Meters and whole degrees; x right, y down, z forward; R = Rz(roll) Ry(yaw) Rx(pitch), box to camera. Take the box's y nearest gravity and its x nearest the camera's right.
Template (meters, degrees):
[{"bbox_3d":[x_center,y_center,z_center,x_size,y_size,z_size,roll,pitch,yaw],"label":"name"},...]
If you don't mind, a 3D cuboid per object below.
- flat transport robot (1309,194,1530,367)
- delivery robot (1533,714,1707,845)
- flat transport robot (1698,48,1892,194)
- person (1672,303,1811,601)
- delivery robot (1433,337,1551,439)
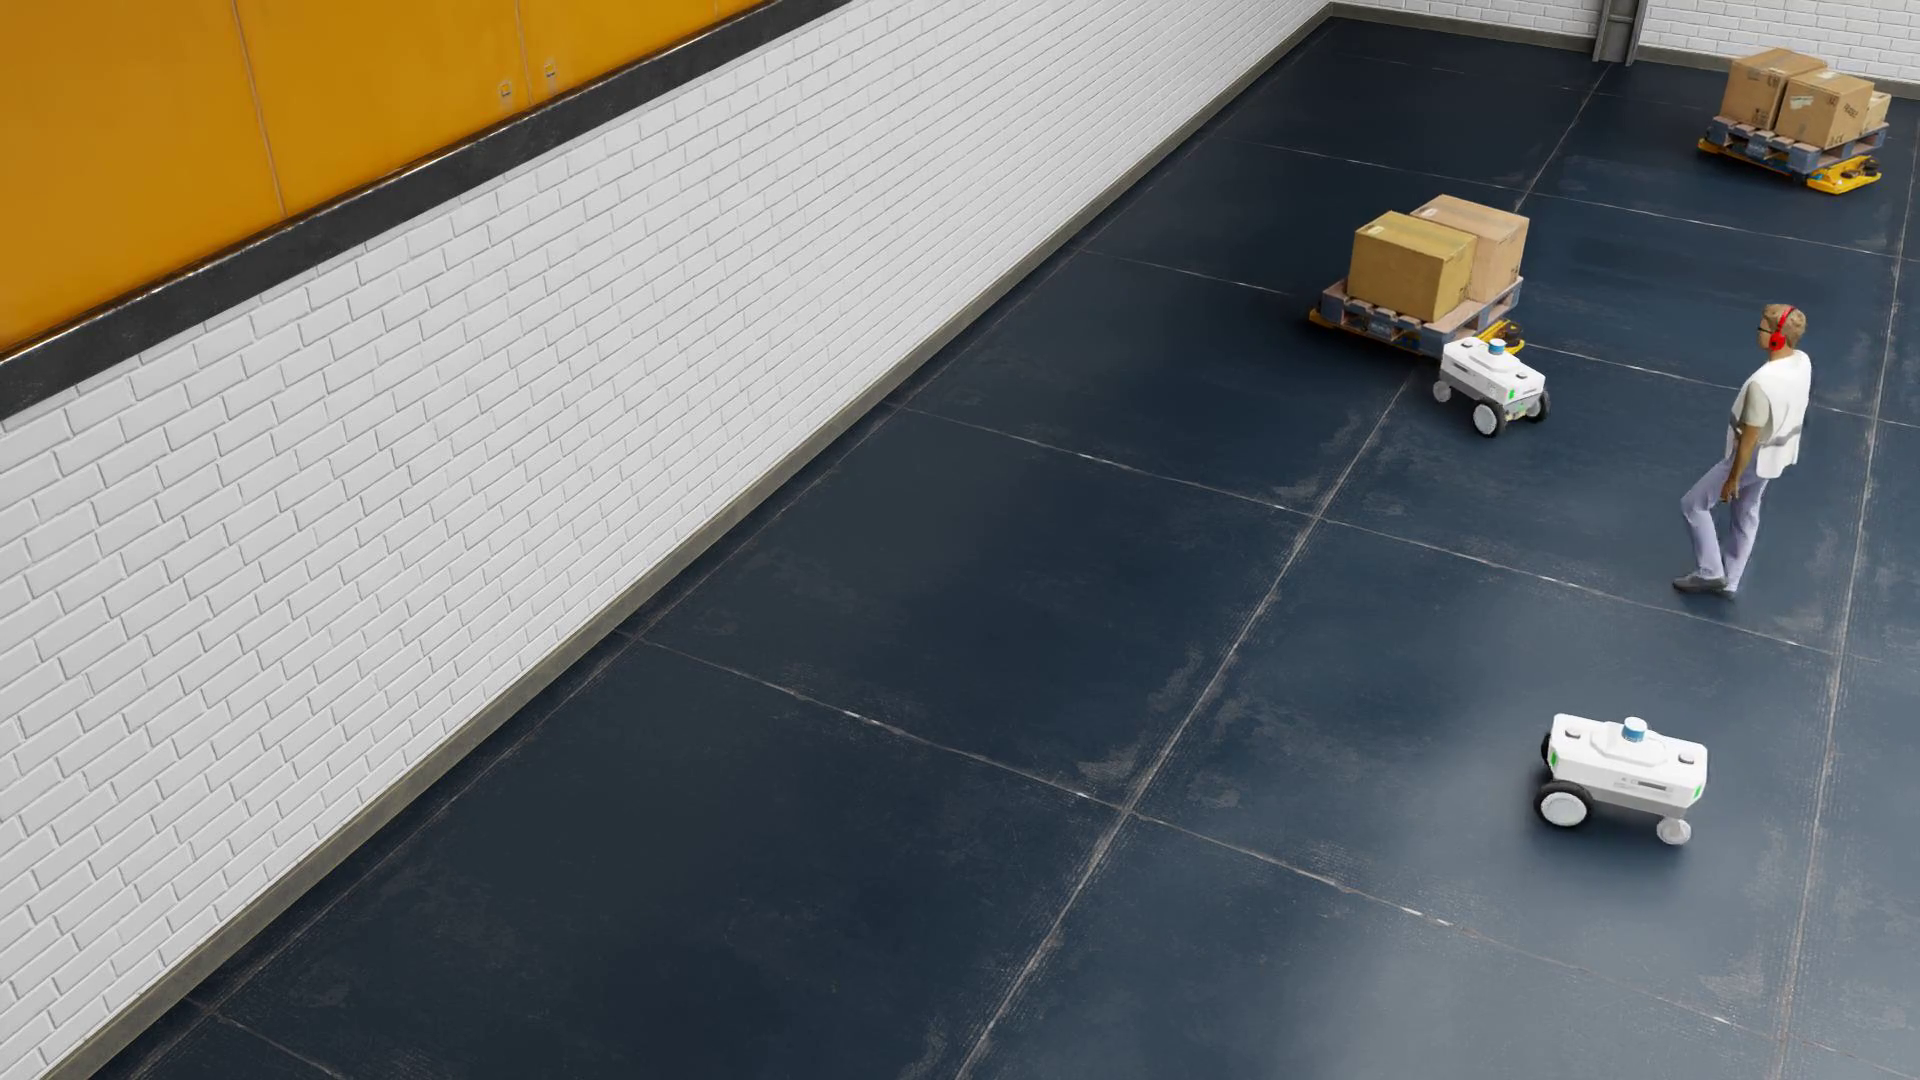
[{"bbox_3d":[3.391,-1.603,12.362,1.431,0.231,0.659,26,42,33],"label":"flat transport robot"},{"bbox_3d":[3.187,1.116,8.064,0.784,0.599,0.499,12,36,17],"label":"delivery robot"},{"bbox_3d":[7.587,-3.524,15.221,0.659,0.231,1.431,-21,39,-28],"label":"flat transport robot"},{"bbox_3d":[4.362,-0.459,9.257,0.602,1.828,0.505,-27,42,-34],"label":"person"},{"bbox_3d":[3.619,-1.072,11.322,0.499,0.602,0.801,-17,38,-24],"label":"delivery robot"}]
